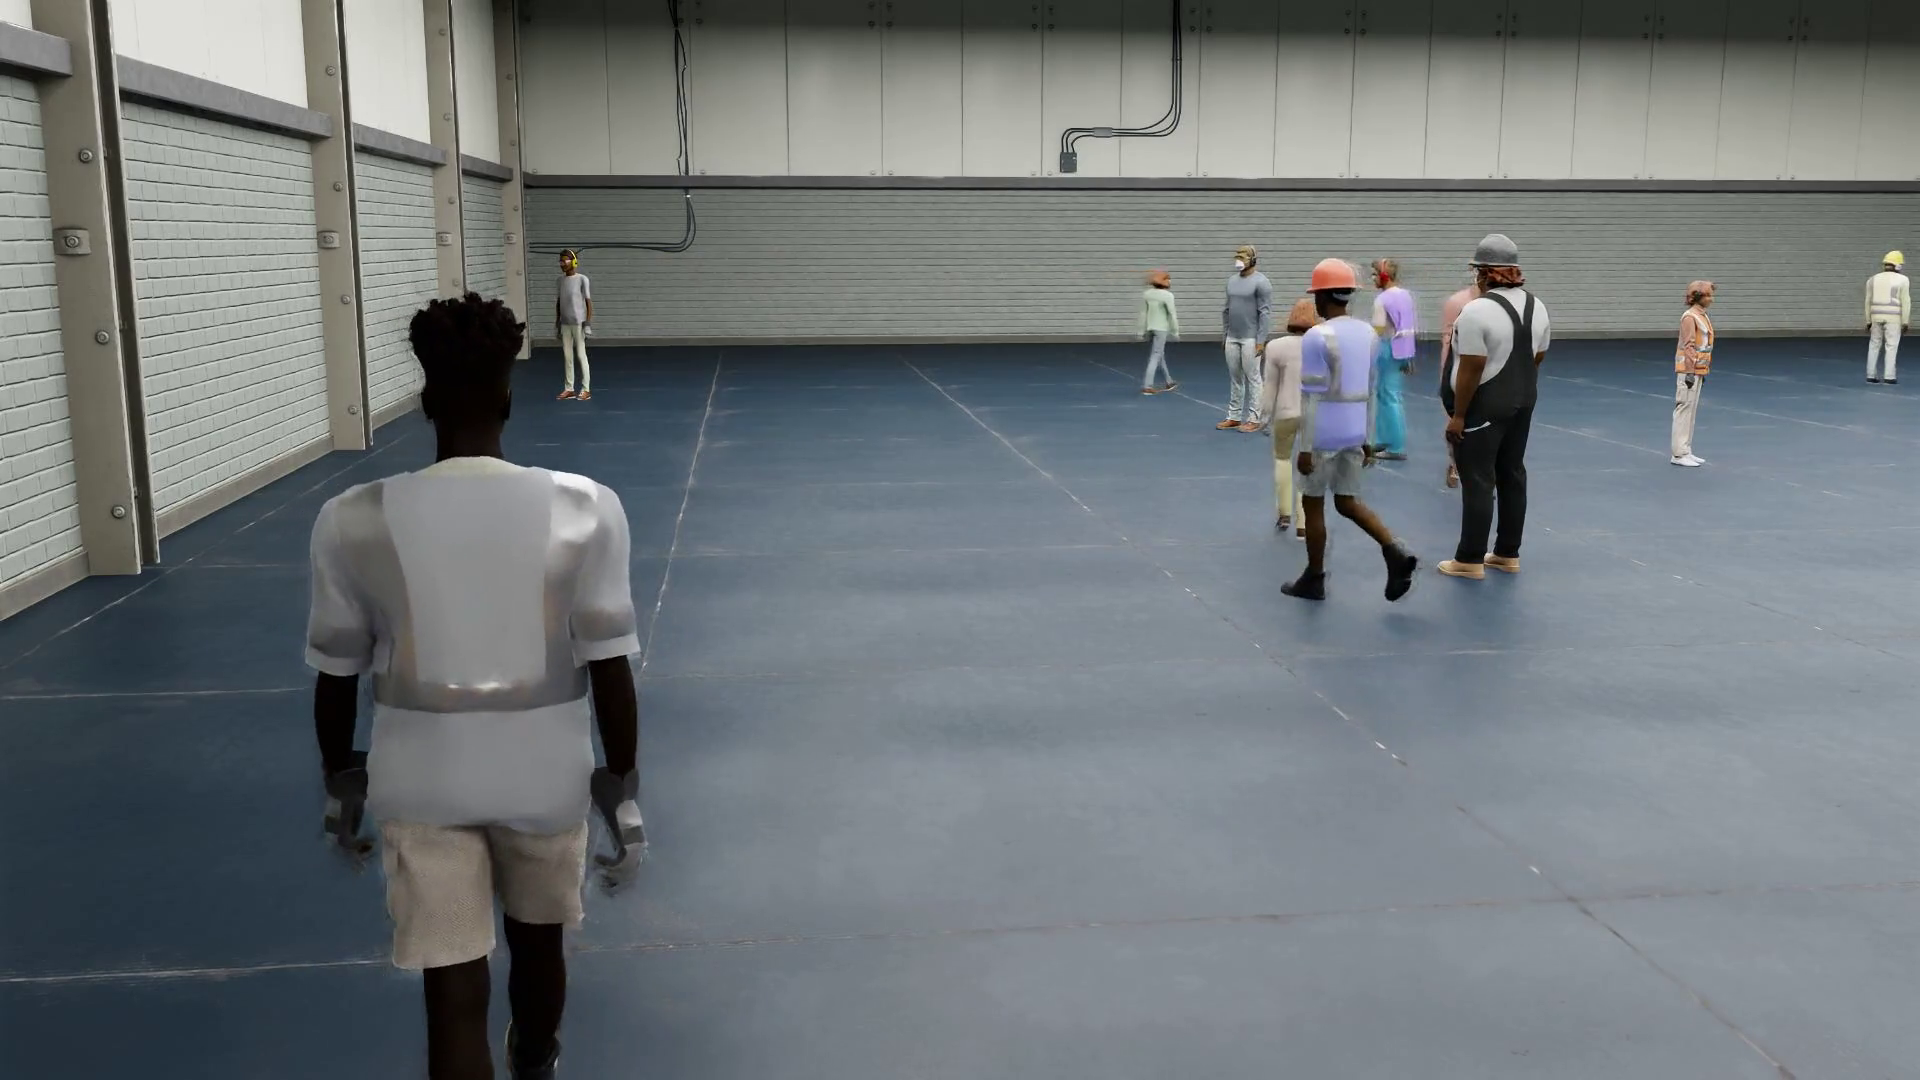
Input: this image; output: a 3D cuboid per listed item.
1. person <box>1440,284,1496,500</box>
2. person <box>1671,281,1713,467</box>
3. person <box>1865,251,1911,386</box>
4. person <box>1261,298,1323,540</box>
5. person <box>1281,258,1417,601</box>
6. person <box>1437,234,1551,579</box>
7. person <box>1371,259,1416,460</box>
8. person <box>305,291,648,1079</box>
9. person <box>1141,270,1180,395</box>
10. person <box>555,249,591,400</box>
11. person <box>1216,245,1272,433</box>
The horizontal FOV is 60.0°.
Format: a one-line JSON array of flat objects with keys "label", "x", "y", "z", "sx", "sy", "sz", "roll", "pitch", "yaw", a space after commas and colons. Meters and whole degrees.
[{"label": "person", "x": 4.062, "y": -1.265, "z": 12.906, "sx": 0.676, "sy": 1.891, "sz": 0.474, "roll": 0, "pitch": 10, "yaw": 0}, {"label": "person", "x": 6.506, "y": -1.478, "z": 14.773, "sx": 0.307, "sy": 1.641, "sz": 0.513, "roll": 7, "pitch": 12, "yaw": 33}, {"label": "person", "x": 12.676, "y": -3.022, "z": 22.712, "sx": 0.404, "sy": 1.830, "sz": 0.599, "roll": -6, "pitch": 12, "yaw": -29}, {"label": "person", "x": 2.307, "y": -0.821, "z": 11.240, "sx": 0.523, "sy": 1.614, "sz": 0.516, "roll": 3, "pitch": 11, "yaw": 14}, {"label": "person", "x": 2.120, "y": -0.569, "z": 9.071, "sx": 0.549, "sy": 1.911, "sz": 0.751, "roll": -8, "pitch": 13, "yaw": -36}, {"label": "person", "x": 3.130, "y": -0.797, "z": 9.940, "sx": 0.674, "sy": 2.000, "sz": 0.535, "roll": -6, "pitch": 12, "yaw": -32}, {"label": "person", "x": 3.834, "y": -1.638, "z": 15.137, "sx": 0.592, "sy": 1.819, "sz": 0.591, "roll": 8, "pitch": 13, "yaw": 37}, {"label": "person", "x": -0.975, "y": 0.463, "z": 3.383, "sx": 0.628, "sy": 1.910, "sz": 0.990, "roll": -3, "pitch": 11, "yaw": -16}, {"label": "person", "x": 2.645, "y": -2.688, "z": 21.527, "sx": 0.825, "sy": 1.596, "sz": 0.522, "roll": -7, "pitch": 13, "yaw": -35}, {"label": "person", "x": -4.819, "y": -2.672, "z": 20.692, "sx": 0.528, "sy": 1.869, "sz": 0.313, "roll": 5, "pitch": 11, "yaw": 24}, {"label": "person", "x": 2.956, "y": -2.089, "z": 17.304, "sx": 0.370, "sy": 1.940, "sz": 0.630, "roll": -7, "pitch": 13, "yaw": -34}]
